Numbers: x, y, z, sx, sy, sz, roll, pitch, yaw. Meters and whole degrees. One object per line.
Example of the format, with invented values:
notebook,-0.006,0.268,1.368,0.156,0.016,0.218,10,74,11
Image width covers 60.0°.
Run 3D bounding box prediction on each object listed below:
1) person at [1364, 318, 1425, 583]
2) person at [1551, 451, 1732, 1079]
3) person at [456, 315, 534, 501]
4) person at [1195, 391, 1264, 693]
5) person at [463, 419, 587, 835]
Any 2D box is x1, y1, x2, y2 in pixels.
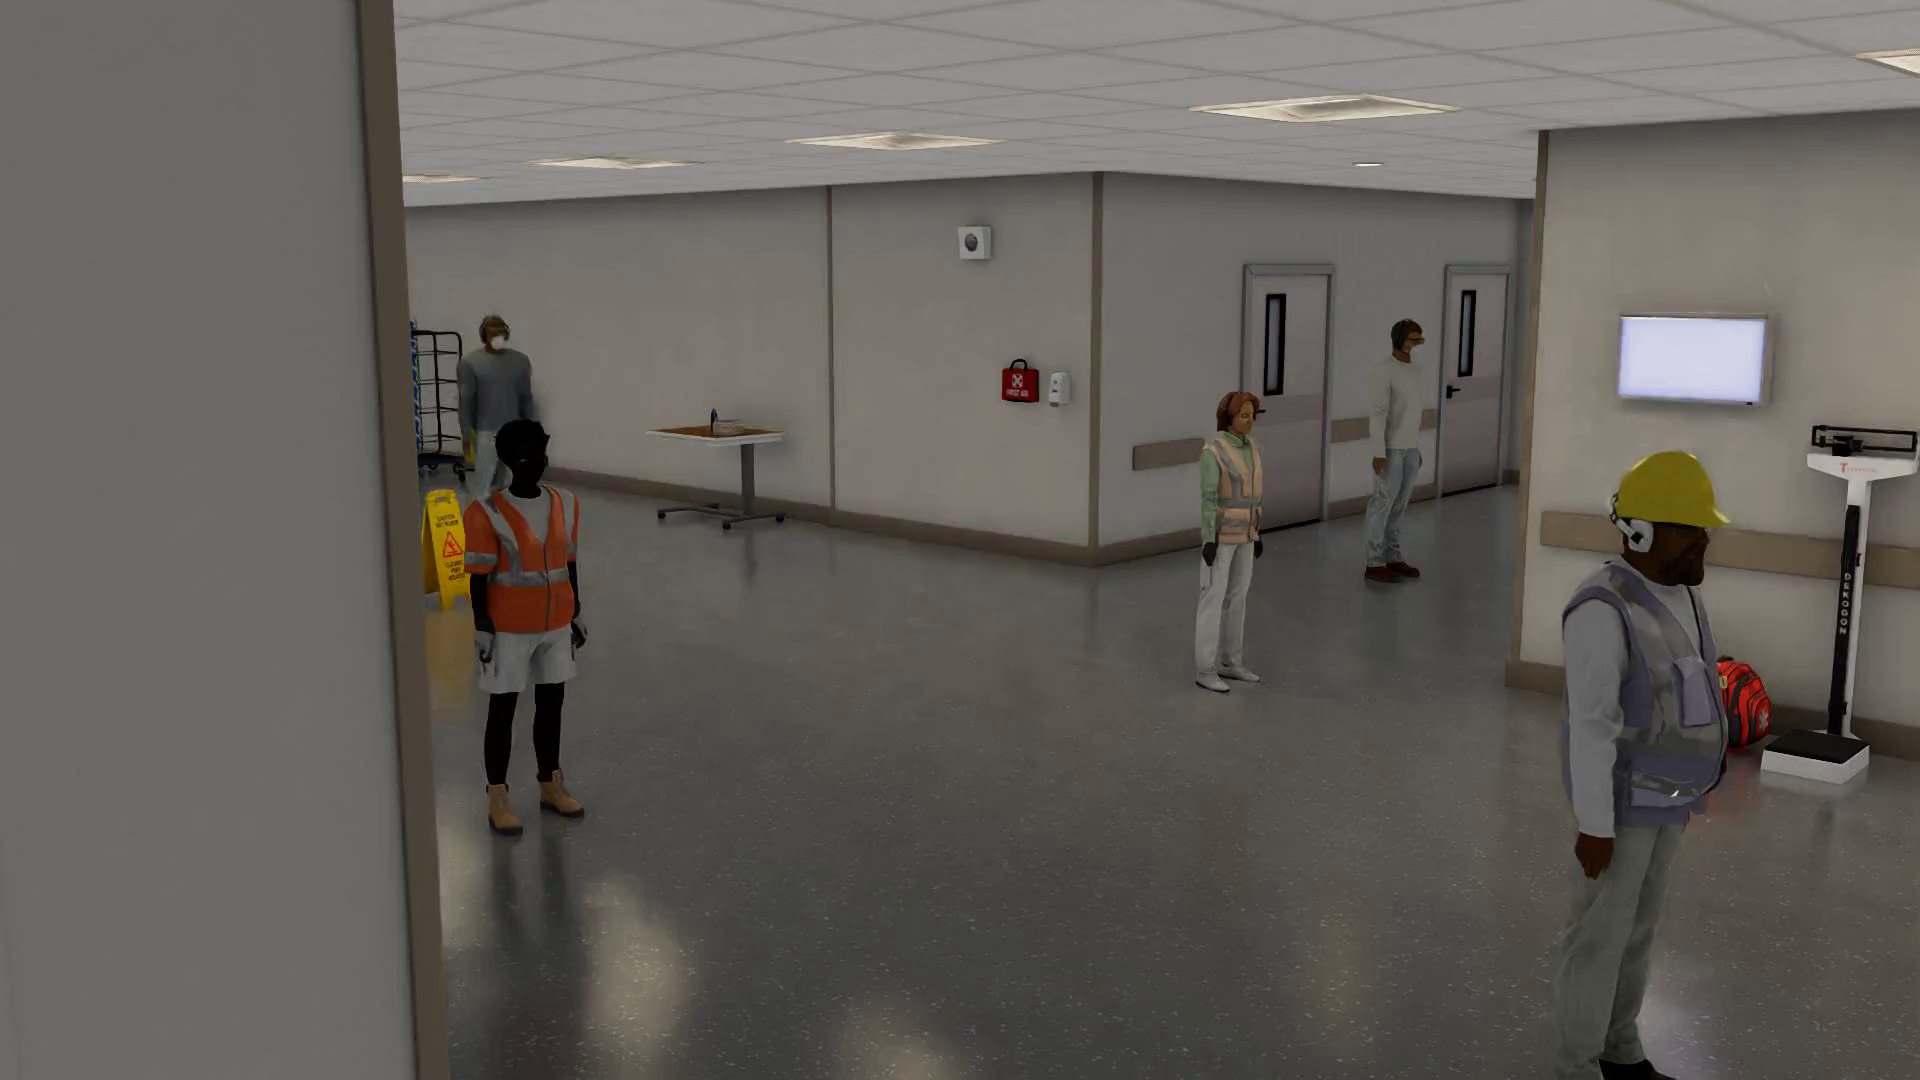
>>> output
person,3.224,-0.662,12.289,0.356,1.936,0.635,9,13,43
person,1.810,0.672,4.429,0.404,1.829,0.600,9,13,43
person,-3.807,-0.882,13.702,0.661,1.926,0.410,-7,12,-37
person,1.487,0.002,9.130,0.310,1.638,0.522,9,13,43
person,-1.774,0.346,6.845,0.317,1.695,0.540,9,13,43
